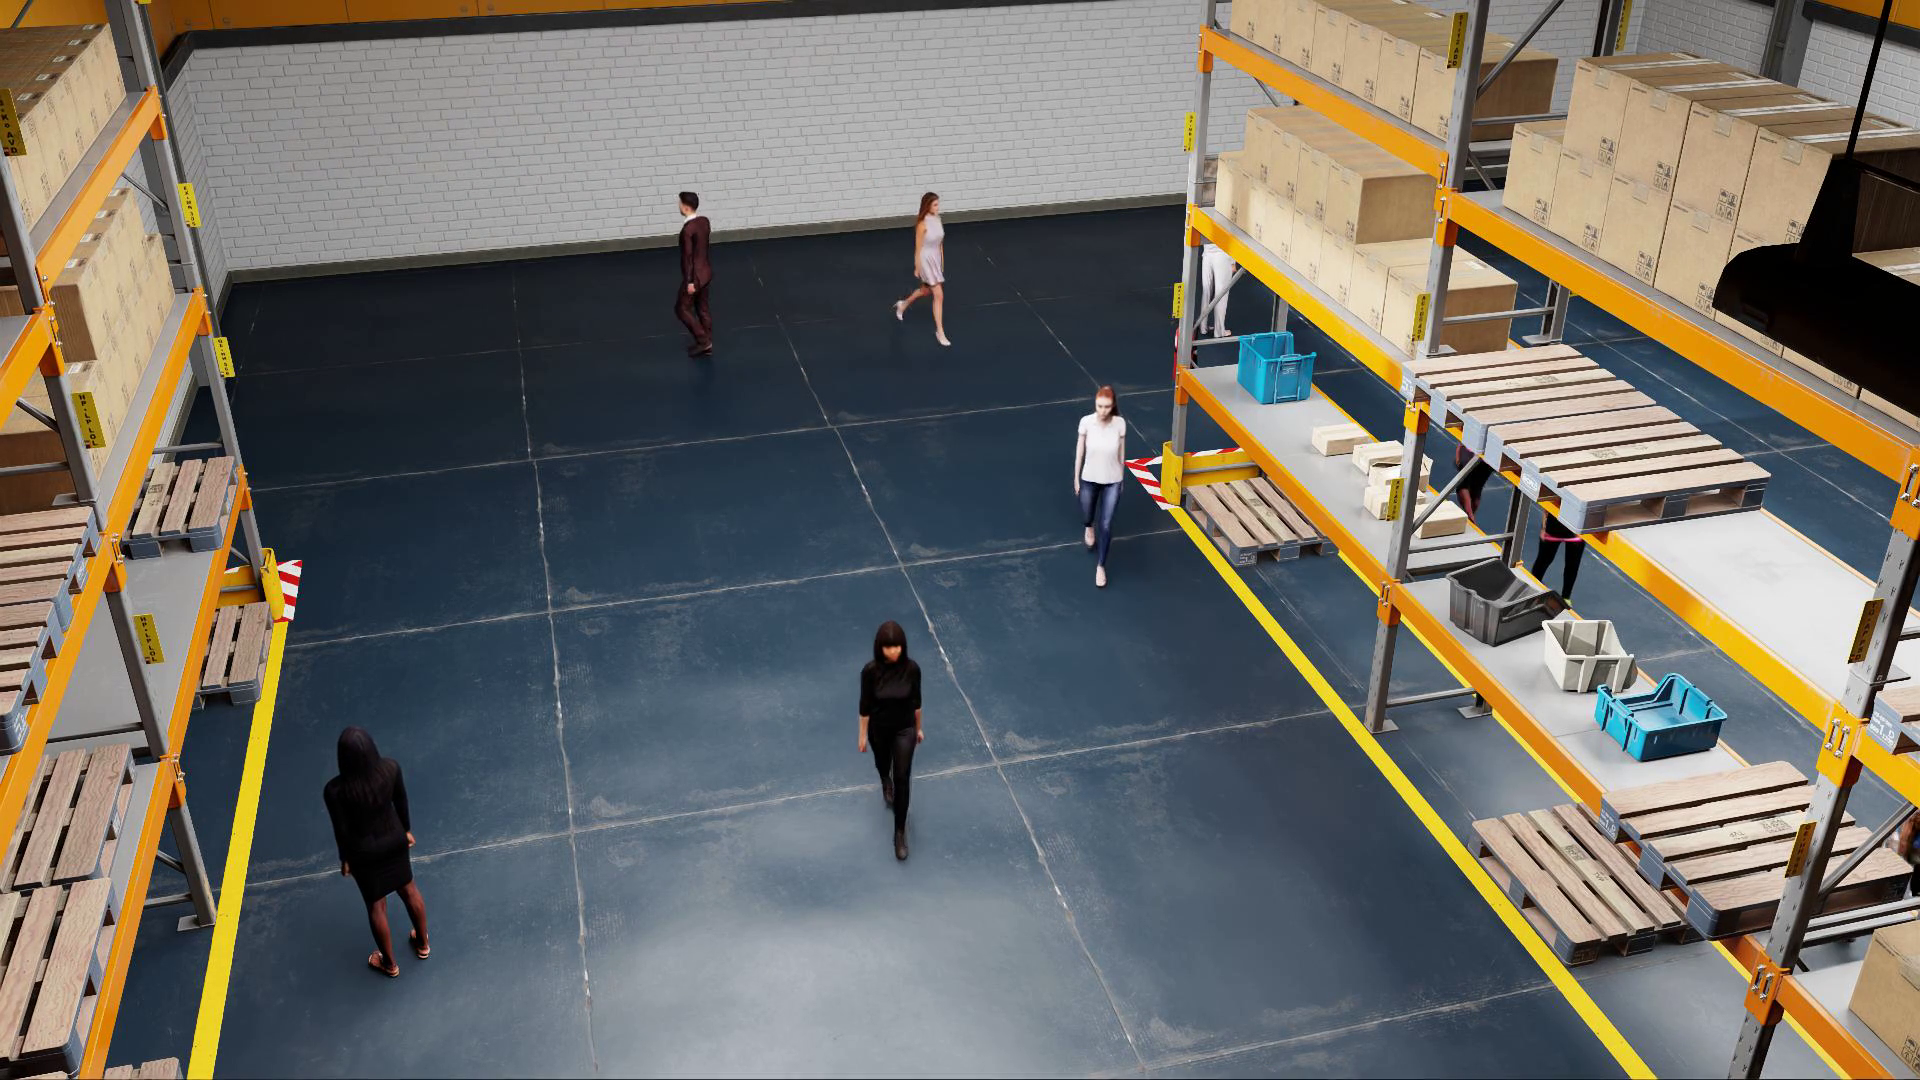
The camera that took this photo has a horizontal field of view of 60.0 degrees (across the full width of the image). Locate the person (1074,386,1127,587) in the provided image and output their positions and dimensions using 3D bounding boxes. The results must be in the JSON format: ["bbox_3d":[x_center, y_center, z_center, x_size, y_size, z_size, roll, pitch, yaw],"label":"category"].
[{"bbox_3d":[1.187,-0.515,14.059,0.783,1.718,1.079,2,29,3],"label":"person"}]

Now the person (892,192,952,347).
[{"bbox_3d":[-0.424,-3.070,18.725,1.143,1.735,0.980,20,35,33],"label":"person"}]

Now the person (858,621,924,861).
[{"bbox_3d":[-0.463,1.217,11.000,0.733,1.607,1.115,-2,29,-3],"label":"person"}]

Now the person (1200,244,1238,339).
[{"bbox_3d":[2.926,-3.172,18.872,0.639,1.774,0.739,24,37,37],"label":"person"}]

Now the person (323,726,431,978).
[{"bbox_3d":[-3.435,1.811,9.793,0.680,1.720,0.664,-25,37,-38],"label":"person"}]

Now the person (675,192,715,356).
[{"bbox_3d":[-2.836,-2.900,18.289,0.877,1.855,0.780,10,30,18],"label":"person"}]
